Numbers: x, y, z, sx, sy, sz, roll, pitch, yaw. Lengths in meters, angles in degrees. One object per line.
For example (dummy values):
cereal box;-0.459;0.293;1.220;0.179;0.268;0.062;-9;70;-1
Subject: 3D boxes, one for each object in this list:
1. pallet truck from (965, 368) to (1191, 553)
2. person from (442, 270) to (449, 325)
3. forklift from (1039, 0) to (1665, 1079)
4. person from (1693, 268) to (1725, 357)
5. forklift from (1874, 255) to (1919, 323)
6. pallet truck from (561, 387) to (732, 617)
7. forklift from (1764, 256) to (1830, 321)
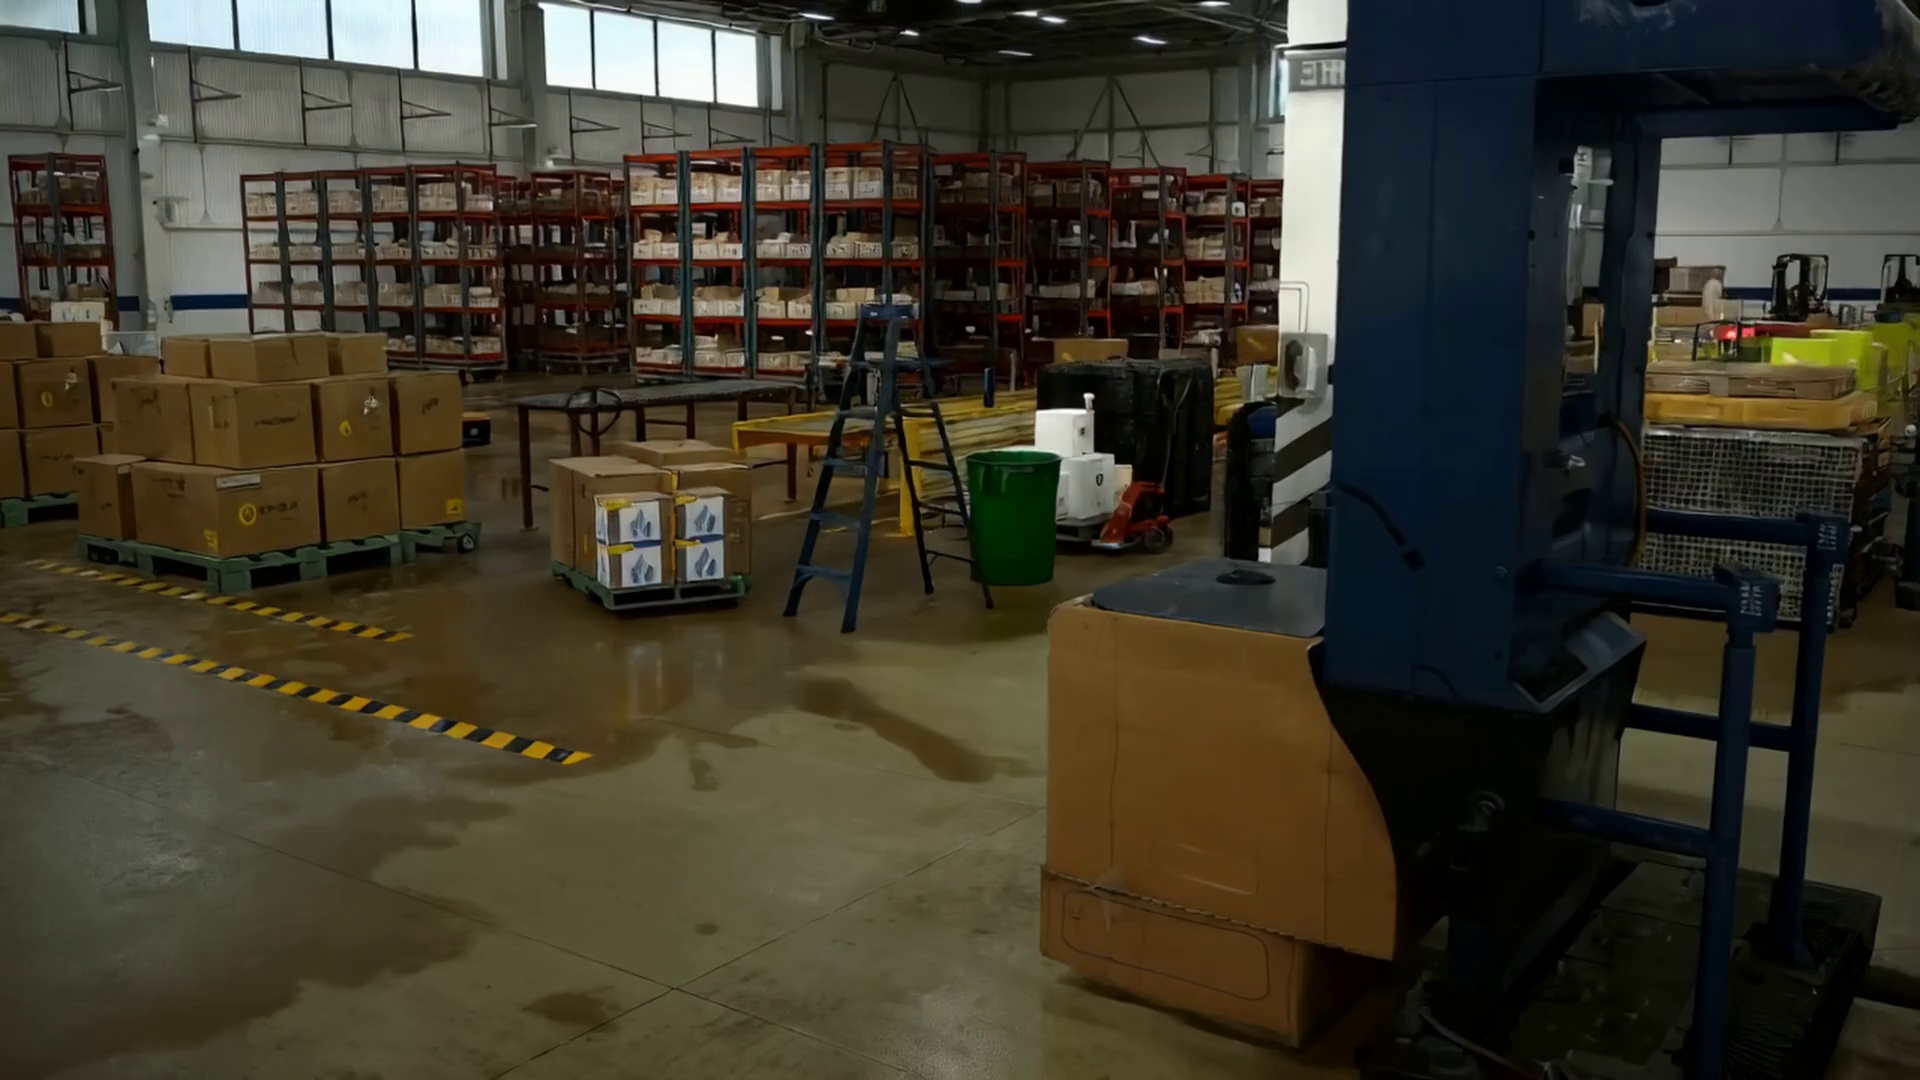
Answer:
pallet truck;0.845;-0.609;11.869;1.630;1.274;0.653;7;12;35
person;-11.307;-5.037;36.654;0.595;1.828;0.442;8;12;39
forklift;1.249;-0.137;4.360;1.873;2.768;1.129;7;12;35
person;15.873;-4.751;34.830;0.916;1.867;0.667;0;10;1
forklift;22.089;-5.634;38.796;1.157;1.987;2.680;6;11;33
pallet truck;-1.981;-0.274;10.088;0.680;1.201;1.601;-5;11;-28
forklift;20.253;-5.854;40.139;1.157;1.987;2.680;7;12;35
